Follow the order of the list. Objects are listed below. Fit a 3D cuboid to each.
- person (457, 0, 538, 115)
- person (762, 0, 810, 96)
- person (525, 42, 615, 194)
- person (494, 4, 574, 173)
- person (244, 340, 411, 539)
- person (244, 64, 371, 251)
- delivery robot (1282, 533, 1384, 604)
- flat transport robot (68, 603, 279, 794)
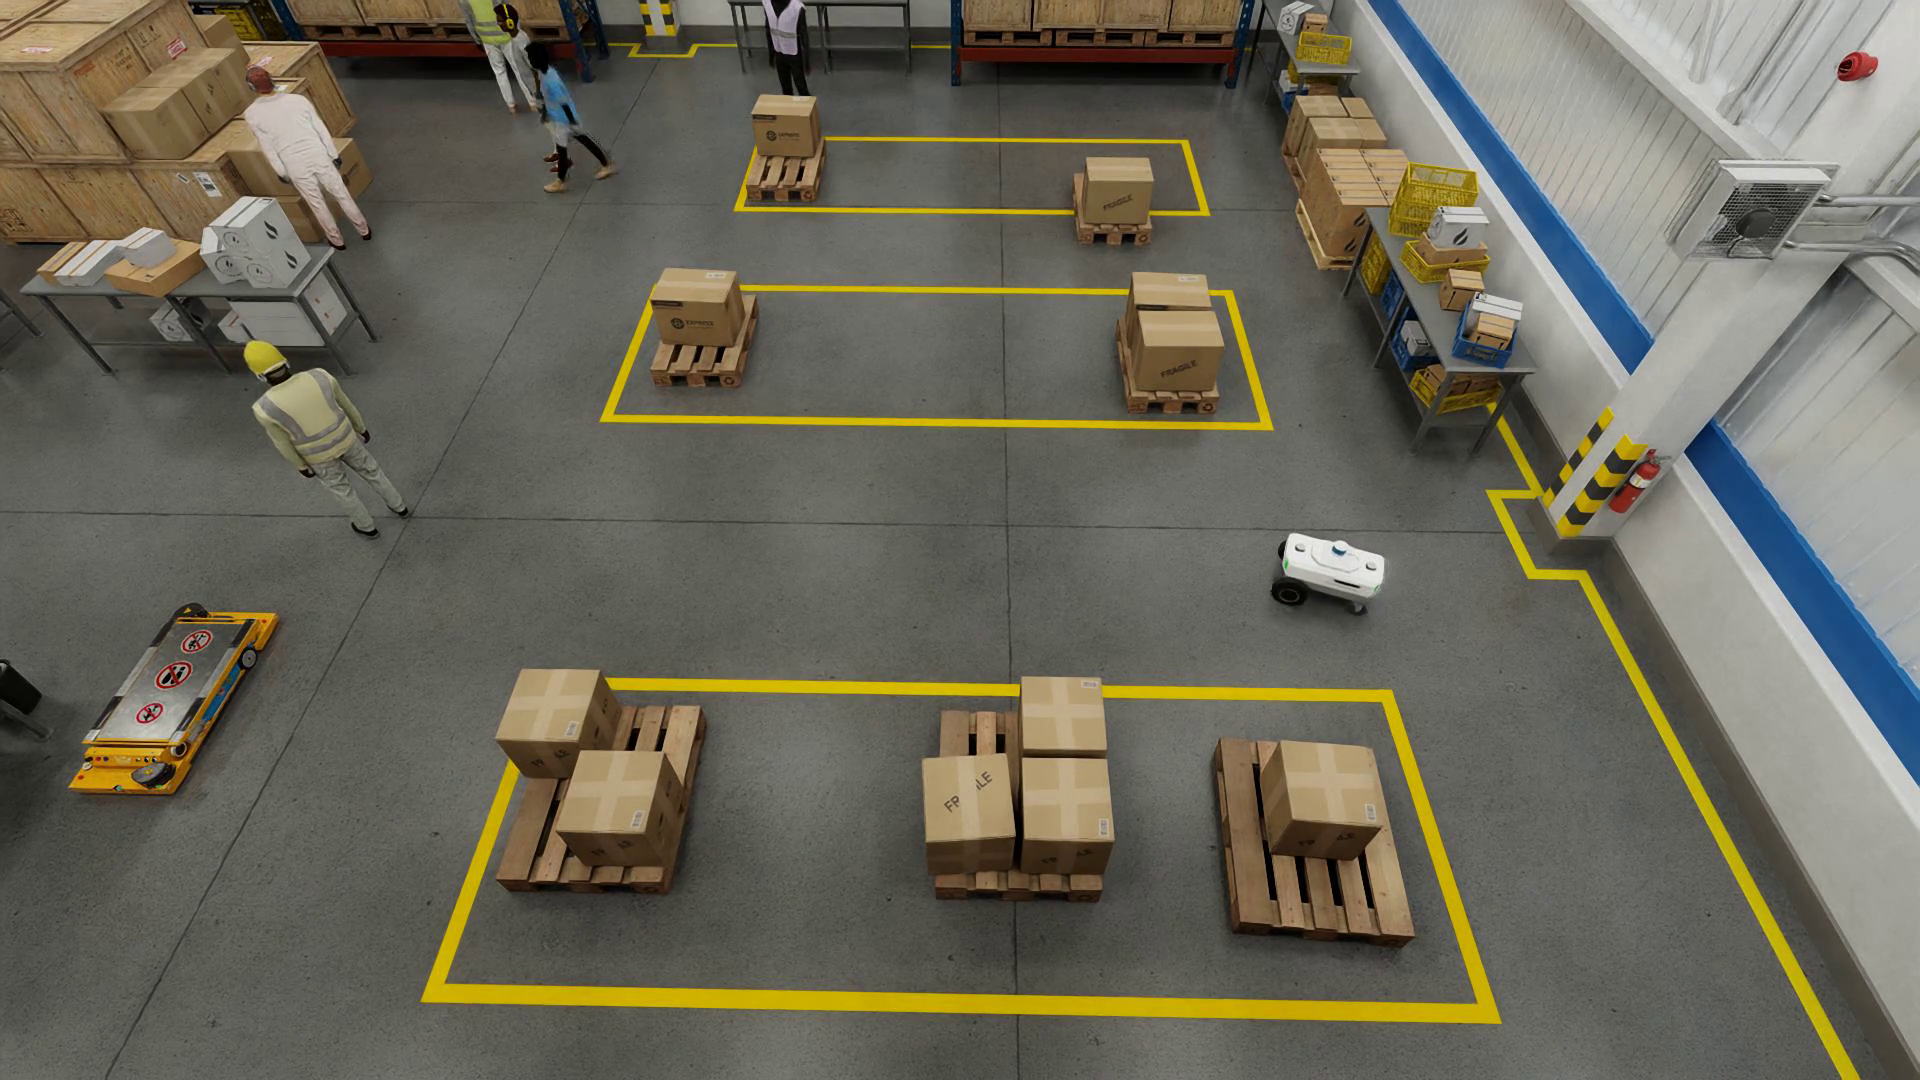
[{"bbox_3d":[-5.934,-6.461,11.795,0.636,1.840,0.429,-6,50,-5],"label":"person"},{"bbox_3d":[-2.132,-6.071,11.417,0.593,1.916,0.387,21,53,17],"label":"person"},{"bbox_3d":[-4.604,-4.881,10.579,0.878,1.643,0.530,-19,52,-16],"label":"person"},{"bbox_3d":[-5.005,-5.286,10.781,0.335,1.873,0.521,-21,53,-17],"label":"person"},{"bbox_3d":[-4.815,-0.745,6.971,0.403,1.823,0.595,27,55,21],"label":"person"},{"bbox_3d":[-6.914,-4.011,9.681,0.654,1.904,0.407,-35,58,-26],"label":"person"},{"bbox_3d":[2.814,0.195,6.940,0.707,0.478,0.477,16,52,13],"label":"delivery robot"},{"bbox_3d":[-5.504,1.072,6.442,0.652,0.197,1.431,1,50,1],"label":"flat transport robot"}]
